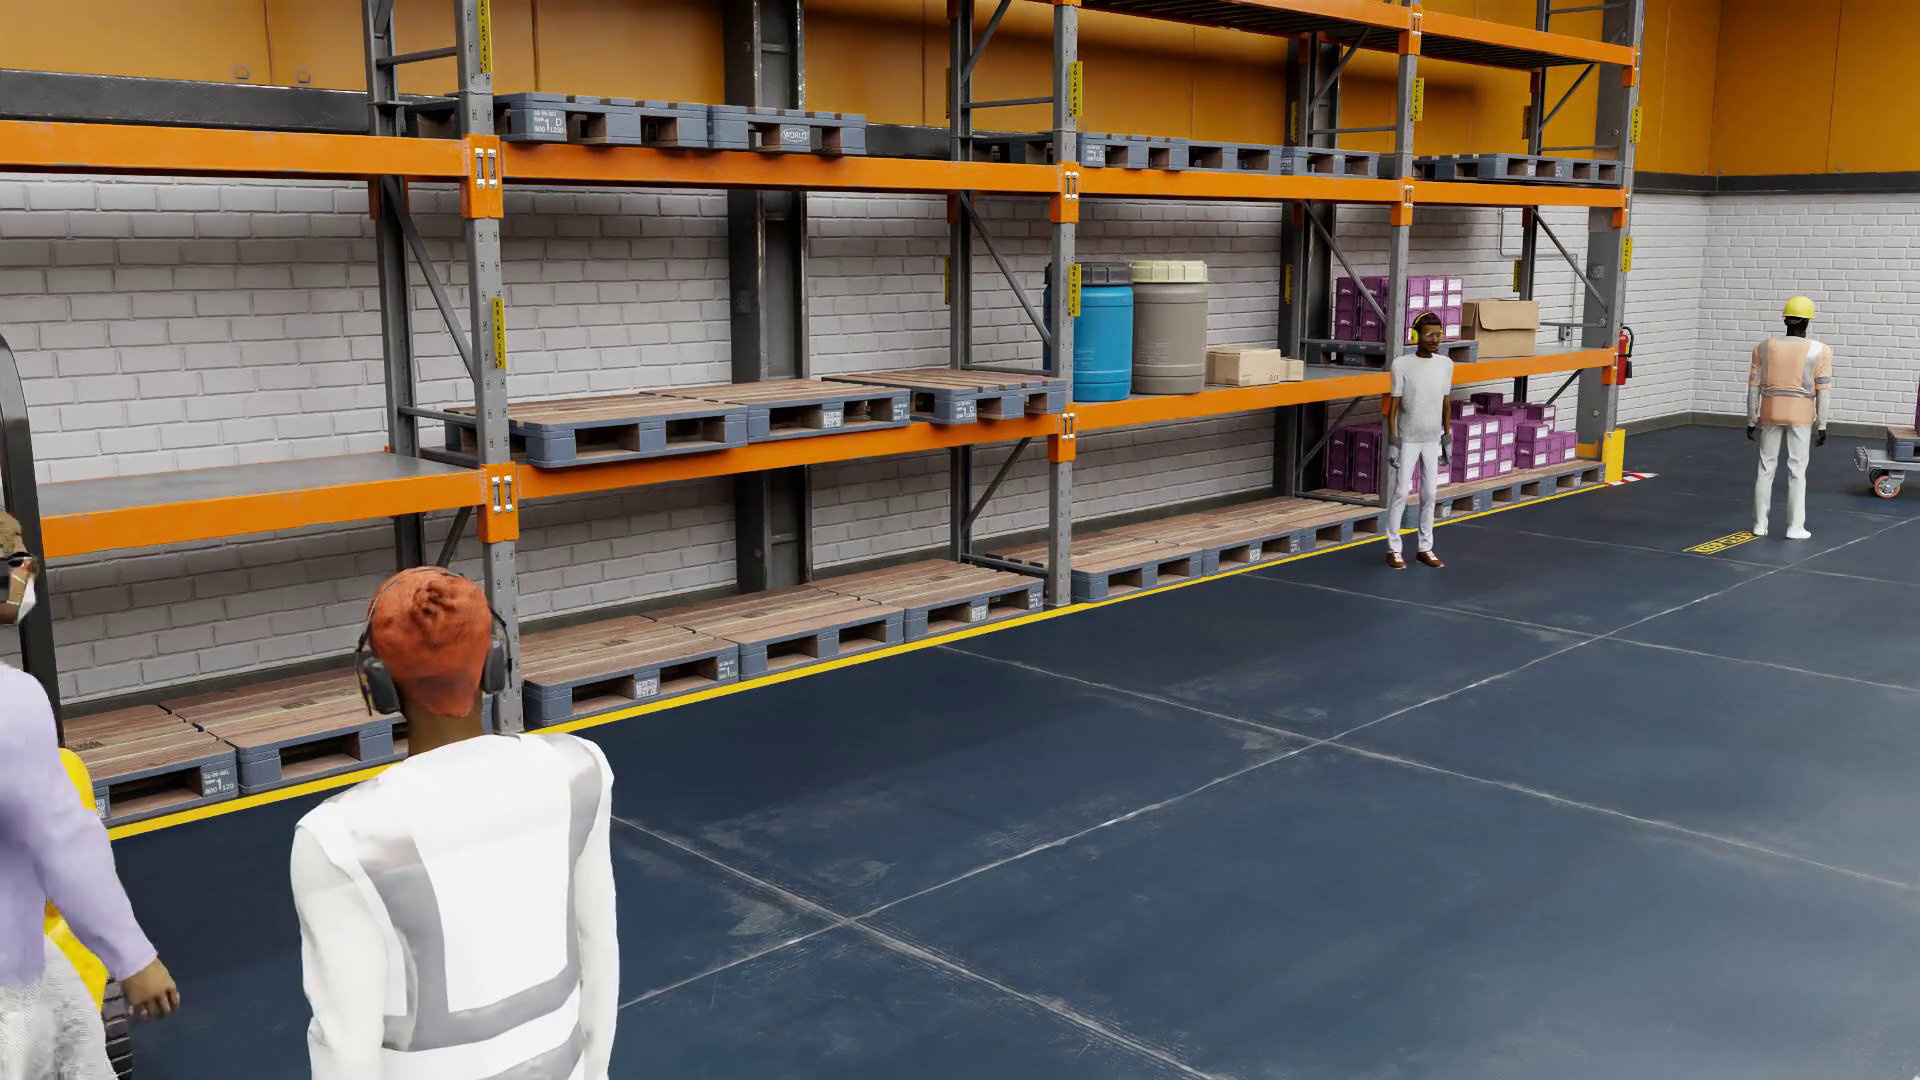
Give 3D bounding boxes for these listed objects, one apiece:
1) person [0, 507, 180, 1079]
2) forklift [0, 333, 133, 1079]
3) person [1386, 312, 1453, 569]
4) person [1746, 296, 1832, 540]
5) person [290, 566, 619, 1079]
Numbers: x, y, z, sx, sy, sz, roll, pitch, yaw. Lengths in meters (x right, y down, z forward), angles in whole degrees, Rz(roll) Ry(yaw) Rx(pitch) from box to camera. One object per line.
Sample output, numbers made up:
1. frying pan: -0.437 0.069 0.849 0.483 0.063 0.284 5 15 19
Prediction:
1. person: -1.955 0.840 3.483 1.060 1.872 0.645 -10 14 -44
2. forklift: -3.289 0.485 4.582 1.214 2.155 2.313 -10 14 -44
3. person: 3.329 -0.713 12.032 0.514 1.862 0.325 -3 11 -14
4. person: 6.570 -0.963 13.204 0.596 1.925 0.372 8 13 38
5. person: -0.812 0.972 2.777 0.349 1.881 0.577 9 13 39
